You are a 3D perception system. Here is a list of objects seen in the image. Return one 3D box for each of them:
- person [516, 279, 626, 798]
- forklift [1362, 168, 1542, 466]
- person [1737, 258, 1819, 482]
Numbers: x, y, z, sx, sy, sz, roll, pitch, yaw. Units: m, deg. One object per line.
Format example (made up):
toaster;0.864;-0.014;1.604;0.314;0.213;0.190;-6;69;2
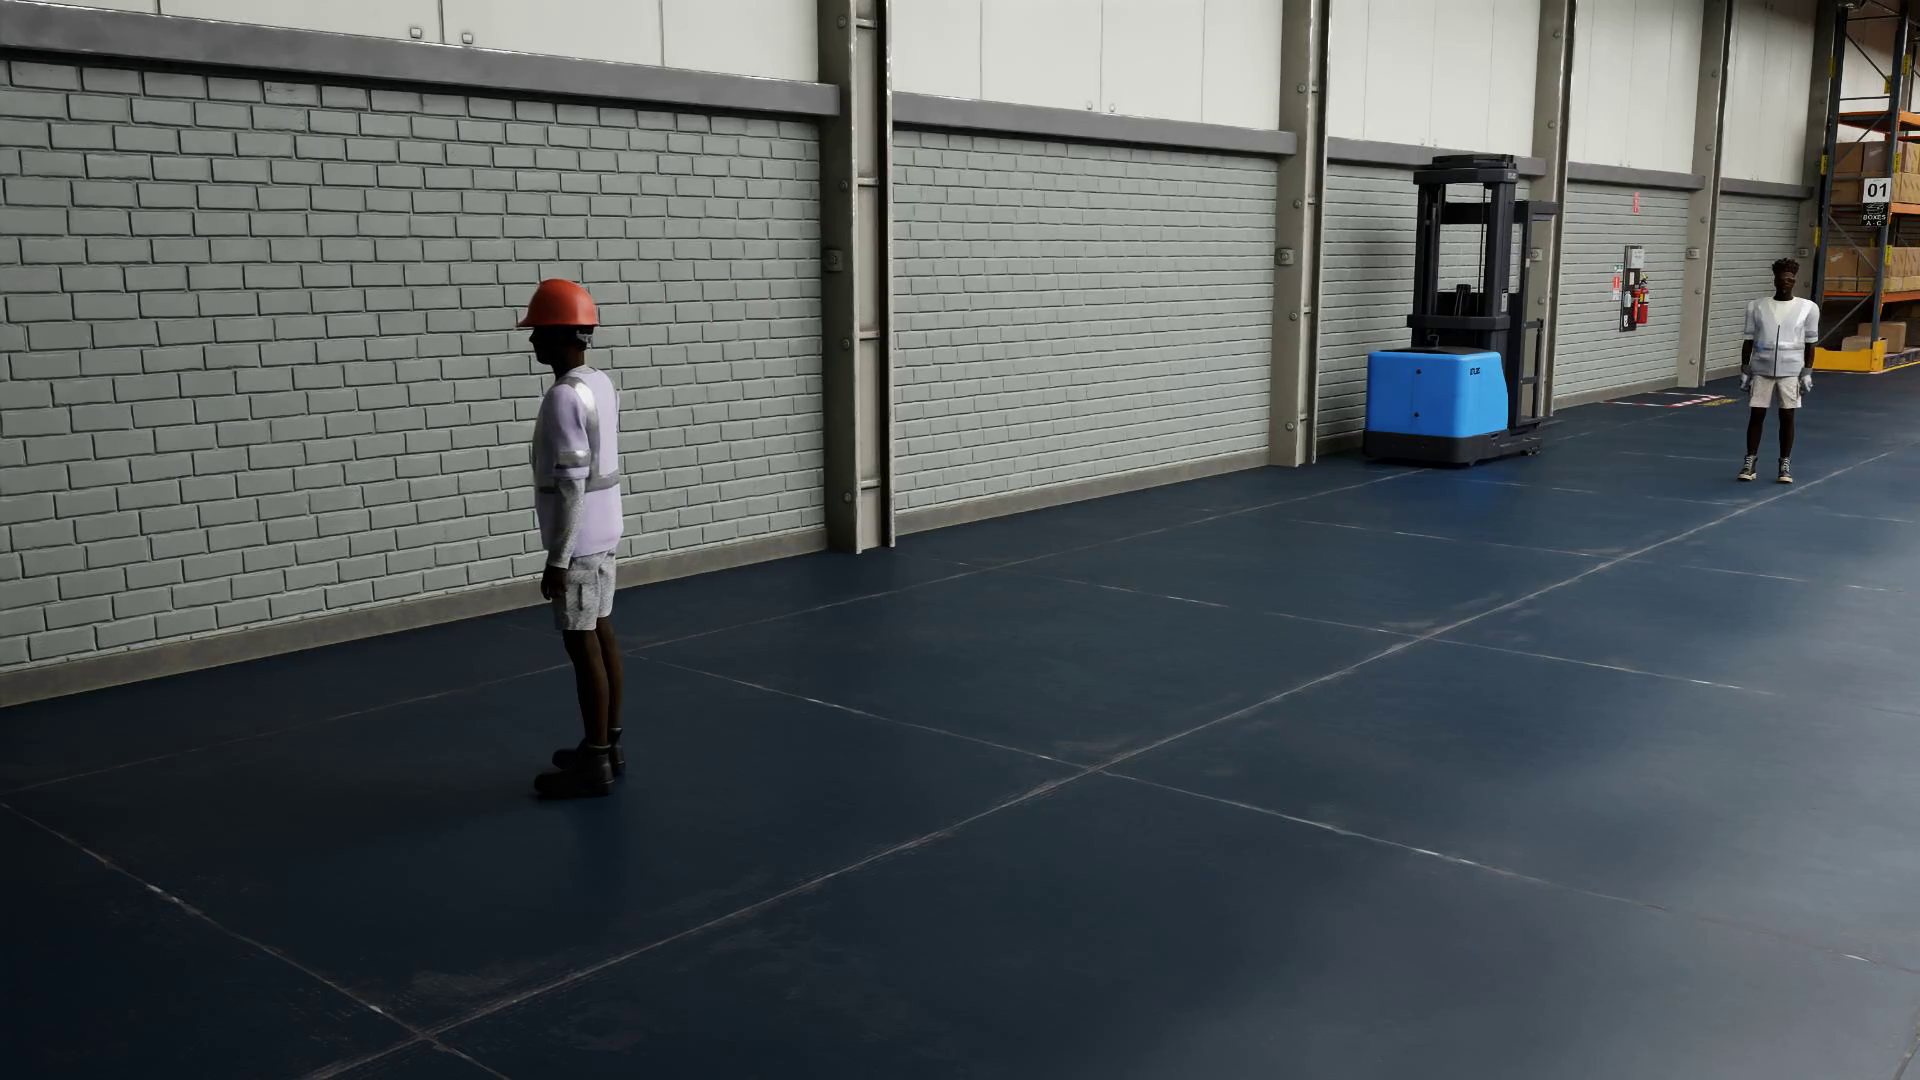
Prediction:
person;-1.465;-0.007;6.293;0.360;1.939;0.543;0;10;2
forklift;4.875;-2.212;16.287;1.129;2.768;1.873;8;13;40
person;7.219;-1.500;14.708;0.610;1.966;0.363;6;11;29
